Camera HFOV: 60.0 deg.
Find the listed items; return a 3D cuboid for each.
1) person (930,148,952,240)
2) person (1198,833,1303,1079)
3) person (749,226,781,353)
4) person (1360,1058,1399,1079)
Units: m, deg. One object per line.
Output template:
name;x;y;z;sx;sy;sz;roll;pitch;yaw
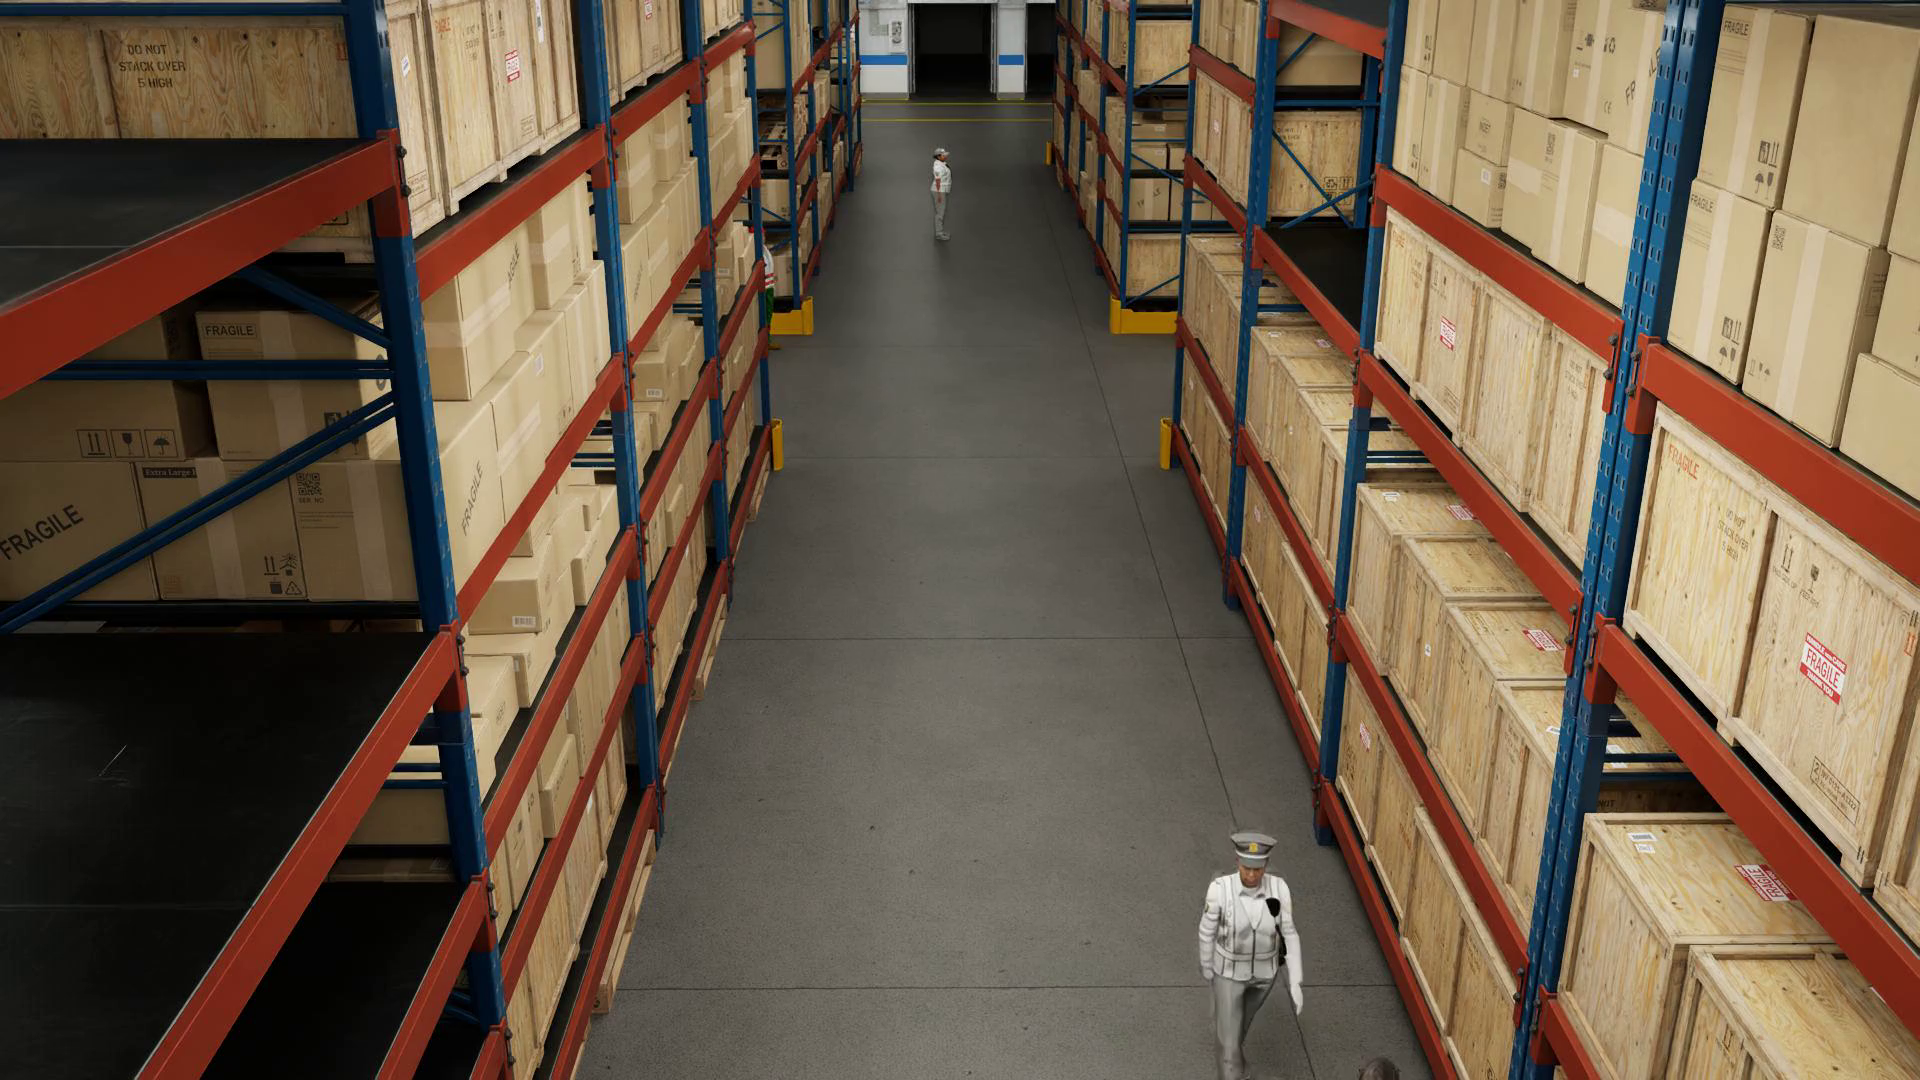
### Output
person;-0.355;-6.486;31.106;0.395;1.668;0.487;2;22;4
person;1.533;2.310;8.749;0.505;1.649;0.905;-2;22;-5
person;-2.784;-3.551;23.485;0.375;1.794;0.535;10;23;23
person;1.726;2.970;7.152;0.487;1.637;0.805;1;22;3
